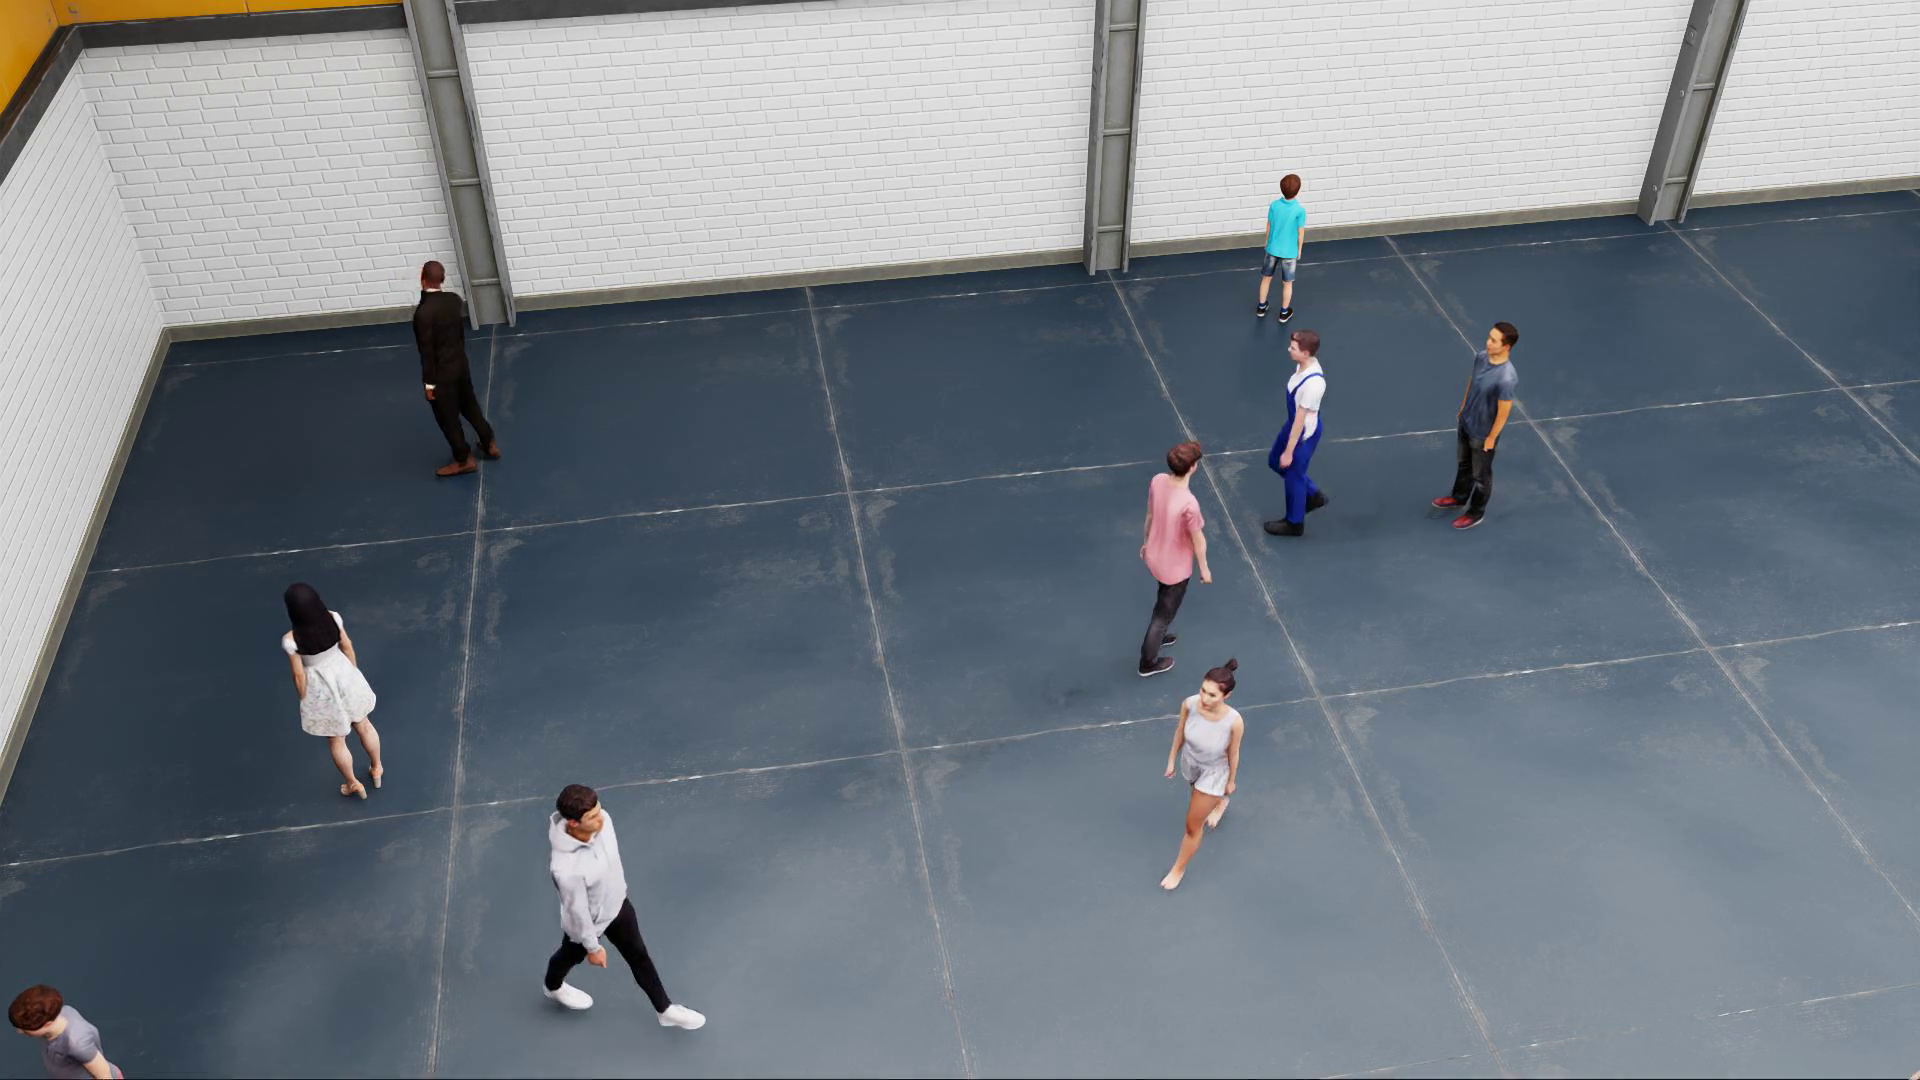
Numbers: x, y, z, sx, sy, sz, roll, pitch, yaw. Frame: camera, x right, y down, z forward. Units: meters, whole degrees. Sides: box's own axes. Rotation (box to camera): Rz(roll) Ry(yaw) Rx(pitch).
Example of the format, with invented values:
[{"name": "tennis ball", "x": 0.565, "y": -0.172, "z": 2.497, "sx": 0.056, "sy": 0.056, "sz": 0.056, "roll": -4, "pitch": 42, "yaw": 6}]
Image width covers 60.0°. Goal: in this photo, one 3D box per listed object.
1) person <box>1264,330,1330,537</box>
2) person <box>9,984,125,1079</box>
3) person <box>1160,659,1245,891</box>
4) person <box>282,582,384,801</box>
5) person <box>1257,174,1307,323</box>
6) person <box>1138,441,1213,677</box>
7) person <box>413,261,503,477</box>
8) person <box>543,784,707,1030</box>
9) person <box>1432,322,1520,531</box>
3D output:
[{"name": "person", "x": 2.722, "y": -0.807, "z": 12.793, "sx": 0.806, "sy": 1.834, "sz": 0.722, "roll": 0, "pitch": 39, "yaw": 0}, {"name": "person", "x": -4.392, "y": 2.782, "z": 8.448, "sx": 0.663, "sy": 1.649, "sz": 0.722, "roll": 24, "pitch": 44, "yaw": 27}, {"name": "person", "x": 1.556, "y": 1.366, "z": 10.283, "sx": 1.013, "sy": 1.572, "sz": 1.119, "roll": 27, "pitch": 46, "yaw": 30}, {"name": "person", "x": -4.011, "y": 0.962, "z": 10.626, "sx": 0.833, "sy": 1.775, "sz": 0.756, "roll": 31, "pitch": 48, "yaw": 33}, {"name": "person", "x": 3.006, "y": -2.733, "z": 15.514, "sx": 0.571, "sy": 1.448, "sz": 0.648, "roll": 19, "pitch": 42, "yaw": 22}, {"name": "person", "x": 1.362, "y": 0.191, "z": 11.456, "sx": 0.764, "sy": 1.943, "sz": 0.732, "roll": -18, "pitch": 42, "yaw": -21}, {"name": "person", "x": -4.157, "y": -1.344, "z": 13.426, "sx": 0.864, "sy": 1.883, "sz": 0.871, "roll": 1, "pitch": 39, "yaw": 1}, {"name": "person", "x": -2.111, "y": 2.046, "z": 9.187, "sx": 1.356, "sy": 1.876, "sz": 1.098, "roll": 11, "pitch": 40, "yaw": 14}, {"name": "person", "x": 4.066, "y": -0.900, "z": 12.929, "sx": 0.552, "sy": 1.810, "sz": 0.665, "roll": -10, "pitch": 40, "yaw": -12}]
